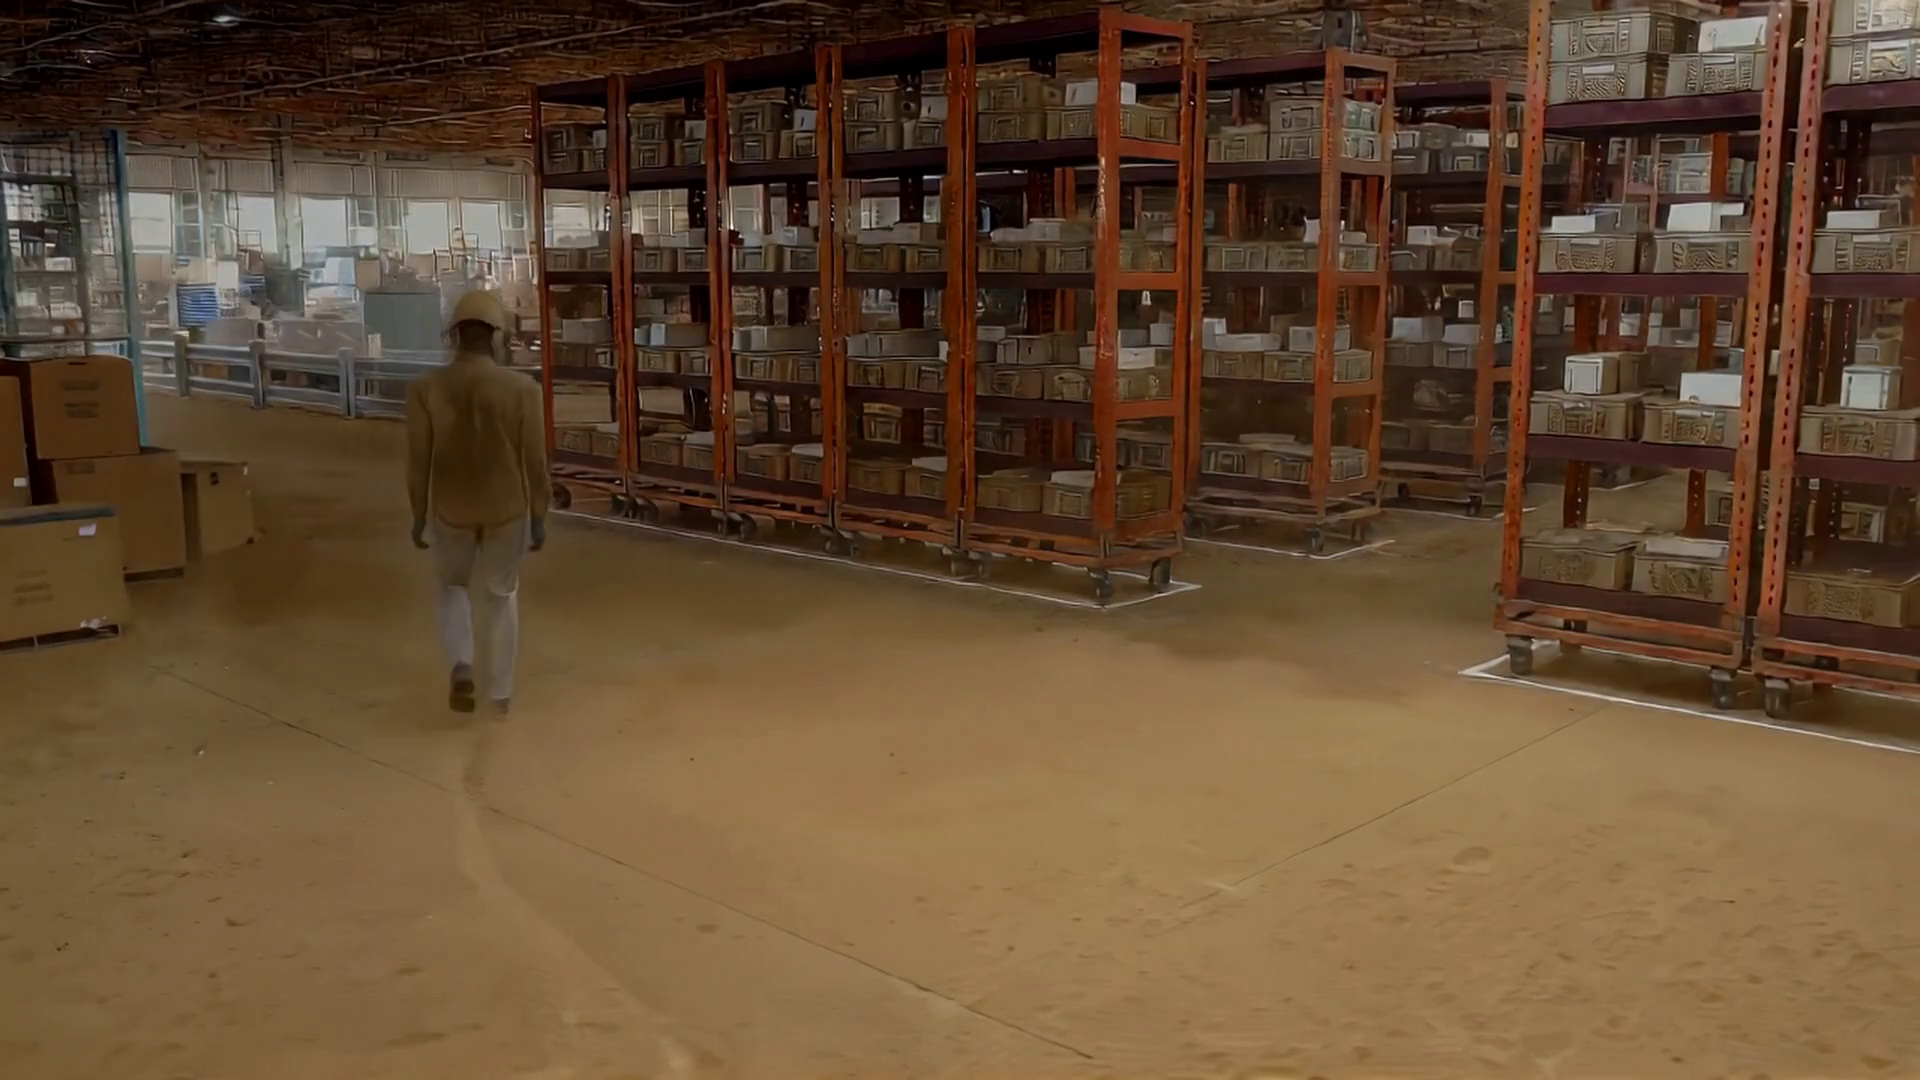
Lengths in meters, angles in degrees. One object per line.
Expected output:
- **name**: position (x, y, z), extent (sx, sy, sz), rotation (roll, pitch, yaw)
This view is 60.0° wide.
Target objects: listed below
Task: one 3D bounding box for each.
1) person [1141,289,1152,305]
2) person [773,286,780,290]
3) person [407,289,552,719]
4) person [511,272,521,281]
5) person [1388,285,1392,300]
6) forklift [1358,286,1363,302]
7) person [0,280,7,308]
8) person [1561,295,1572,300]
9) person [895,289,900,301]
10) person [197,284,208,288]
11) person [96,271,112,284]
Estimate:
- **person**: position (3.830, -4.744, 35.880), extent (0.608, 1.948, 0.389), rotation (1, 9, 7)
- **person**: position (-8.843, -11.915, 79.934), extent (0.391, 1.922, 0.593), rotation (0, 9, 1)
- **person**: position (-2.175, -0.142, 7.565), extent (0.635, 1.976, 0.513), rotation (-2, 10, -14)
- **person**: position (-25.277, -14.316, 94.809), extent (0.592, 1.890, 0.428), rotation (0, 9, -3)
- **person**: position (11.276, -5.886, 43.831), extent (0.533, 1.644, 0.908), rotation (7, 12, 36)
- **forklift**: position (11.100, -7.017, 46.970), extent (1.873, 2.768, 1.129), rotation (9, 13, 43)
- **person**: position (-34.765, -8.702, 60.198), extent (0.372, 1.934, 0.627), rotation (2, 9, 10)
- **person**: position (12.525, -4.437, 34.343), extent (0.589, 1.837, 0.404), rotation (-7, 12, -38)
- **person**: position (-2.418, -9.274, 64.443), extent (0.435, 1.684, 0.560), rotation (3, 10, 19)
- **person**: position (-33.513, -10.802, 73.360), extent (0.523, 1.842, 0.798), rotation (5, 10, 26)
- **person**: position (-32.691, -9.277, 63.611), extent (1.061, 1.981, 0.716), rotation (5, 11, 28)
